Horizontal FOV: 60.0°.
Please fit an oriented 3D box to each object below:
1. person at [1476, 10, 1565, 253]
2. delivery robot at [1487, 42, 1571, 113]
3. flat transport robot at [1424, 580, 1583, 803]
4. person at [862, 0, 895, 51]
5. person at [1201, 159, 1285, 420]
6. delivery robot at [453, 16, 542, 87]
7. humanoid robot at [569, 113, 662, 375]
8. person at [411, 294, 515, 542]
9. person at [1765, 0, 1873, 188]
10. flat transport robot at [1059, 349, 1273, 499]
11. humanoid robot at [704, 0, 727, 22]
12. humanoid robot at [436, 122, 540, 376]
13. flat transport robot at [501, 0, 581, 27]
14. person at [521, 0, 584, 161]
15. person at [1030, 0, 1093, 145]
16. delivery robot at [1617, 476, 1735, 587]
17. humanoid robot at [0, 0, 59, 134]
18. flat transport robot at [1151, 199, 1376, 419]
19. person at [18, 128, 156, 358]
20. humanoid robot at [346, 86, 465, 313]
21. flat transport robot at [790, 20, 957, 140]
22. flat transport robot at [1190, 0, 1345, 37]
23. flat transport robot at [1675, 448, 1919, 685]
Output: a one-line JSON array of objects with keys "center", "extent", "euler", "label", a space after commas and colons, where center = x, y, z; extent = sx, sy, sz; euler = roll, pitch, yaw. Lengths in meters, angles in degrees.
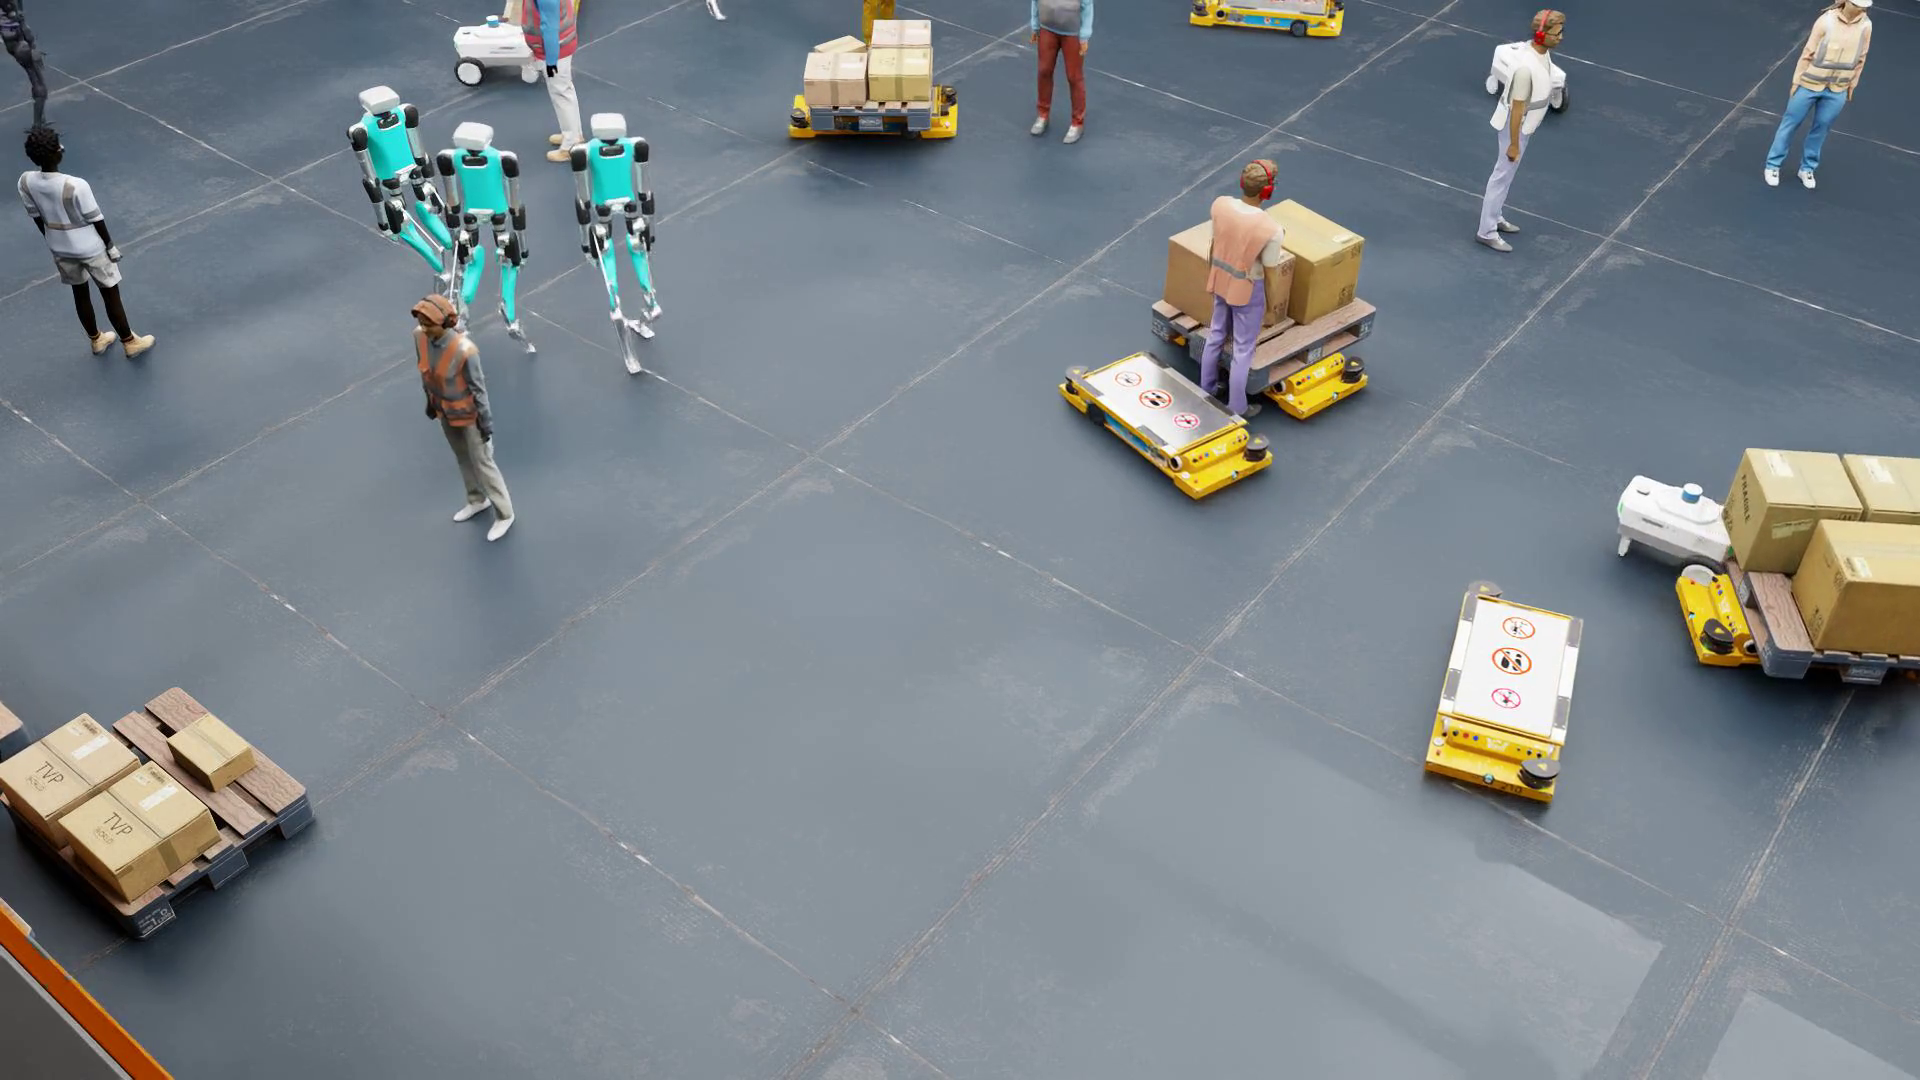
[{"center": [4.187, -3.088, 12.495], "extent": [0.388, 1.844, 0.563], "euler": [17, 43, 19], "label": "person"}, {"center": [5.007, -4.068, 14.658], "extent": [0.499, 0.614, 0.818], "euler": [-11, 42, -13], "label": "delivery robot"}, {"center": [3.008, 0.799, 9.138], "extent": [0.659, 0.231, 1.431], "euler": [14, 42, 16], "label": "flat transport robot"}, {"center": [-0.700, -5.240, 15.096], "extent": [0.339, 1.751, 0.535], "euler": [24, 46, 26], "label": "person"}, {"center": [1.801, -1.587, 10.735], "extent": [0.380, 1.836, 0.563], "euler": [-29, 48, -29], "label": "person"}, {"center": [-4.212, -4.447, 15.101], "extent": [0.814, 0.612, 0.499], "euler": [0, 40, 0], "label": "delivery robot"}, {"center": [-2.245, -1.939, 11.258], "extent": [0.560, 1.780, 0.875], "euler": [-16, 43, -18], "label": "humanoid robot"}, {"center": [-2.973, -0.757, 9.915], "extent": [0.525, 1.632, 0.314], "euler": [26, 47, 27], "label": "person"}, {"center": [6.871, -3.635, 13.234], "extent": [0.493, 1.723, 0.377], "euler": [5, 41, 6], "label": "person"}, {"center": [1.348, -0.809, 11.030], "extent": [0.659, 0.231, 1.431], "euler": [-24, 46, -26], "label": "flat transport robot"}, {"center": [-2.454, -5.930, 15.933], "extent": [0.552, 1.774, 0.812], "euler": [-24, 46, -26], "label": "humanoid robot"}, {"center": [-3.180, -1.812, 11.118], "extent": [0.548, 1.797, 0.808], "euler": [0, 40, 0], "label": "humanoid robot"}, {"center": [-4.036, -5.072, 16.044], "extent": [0.659, 0.231, 1.431], "euler": [-4, 41, -5], "label": "flat transport robot"}, {"center": [-3.338, -4.028, 13.613], "extent": [0.429, 1.832, 0.633], "euler": [-6, 41, -7], "label": "person"}, {"center": [0.863, -4.257, 13.849], "extent": [0.574, 1.870, 0.453], "euler": [21, 45, 23], "label": "person"}, {"center": [4.334, -0.062, 9.940], "extent": [0.778, 0.607, 0.524], "euler": [26, 47, 27], "label": "delivery robot"}, {"center": [-7.932, -4.202, 13.943], "extent": [0.433, 1.651, 0.587], "euler": [-28, 48, -29], "label": "humanoid robot"}, {"center": [2.103, -1.354, 11.671], "extent": [0.659, 0.231, 1.431], "euler": [-27, 47, -28], "label": "flat transport robot"}, {"center": [-5.991, -2.008, 11.336], "extent": [0.541, 1.695, 0.316], "euler": [8, 41, 9], "label": "person"}, {"center": [-3.712, -2.262, 11.535], "extent": [0.749, 1.697, 0.530], "euler": [27, 47, 28], "label": "humanoid robot"}, {"center": [-0.741, -3.727, 14.463], "extent": [1.431, 0.231, 0.659], "euler": [0, 40, 0], "label": "flat transport robot"}, {"center": [2.992, -5.152, 16.139], "extent": [1.431, 0.231, 0.659], "euler": [9, 41, 10], "label": "flat transport robot"}, {"center": [4.918, 0.475, 9.519], "extent": [1.431, 0.231, 0.659], "euler": [4, 41, 5], "label": "flat transport robot"}]
